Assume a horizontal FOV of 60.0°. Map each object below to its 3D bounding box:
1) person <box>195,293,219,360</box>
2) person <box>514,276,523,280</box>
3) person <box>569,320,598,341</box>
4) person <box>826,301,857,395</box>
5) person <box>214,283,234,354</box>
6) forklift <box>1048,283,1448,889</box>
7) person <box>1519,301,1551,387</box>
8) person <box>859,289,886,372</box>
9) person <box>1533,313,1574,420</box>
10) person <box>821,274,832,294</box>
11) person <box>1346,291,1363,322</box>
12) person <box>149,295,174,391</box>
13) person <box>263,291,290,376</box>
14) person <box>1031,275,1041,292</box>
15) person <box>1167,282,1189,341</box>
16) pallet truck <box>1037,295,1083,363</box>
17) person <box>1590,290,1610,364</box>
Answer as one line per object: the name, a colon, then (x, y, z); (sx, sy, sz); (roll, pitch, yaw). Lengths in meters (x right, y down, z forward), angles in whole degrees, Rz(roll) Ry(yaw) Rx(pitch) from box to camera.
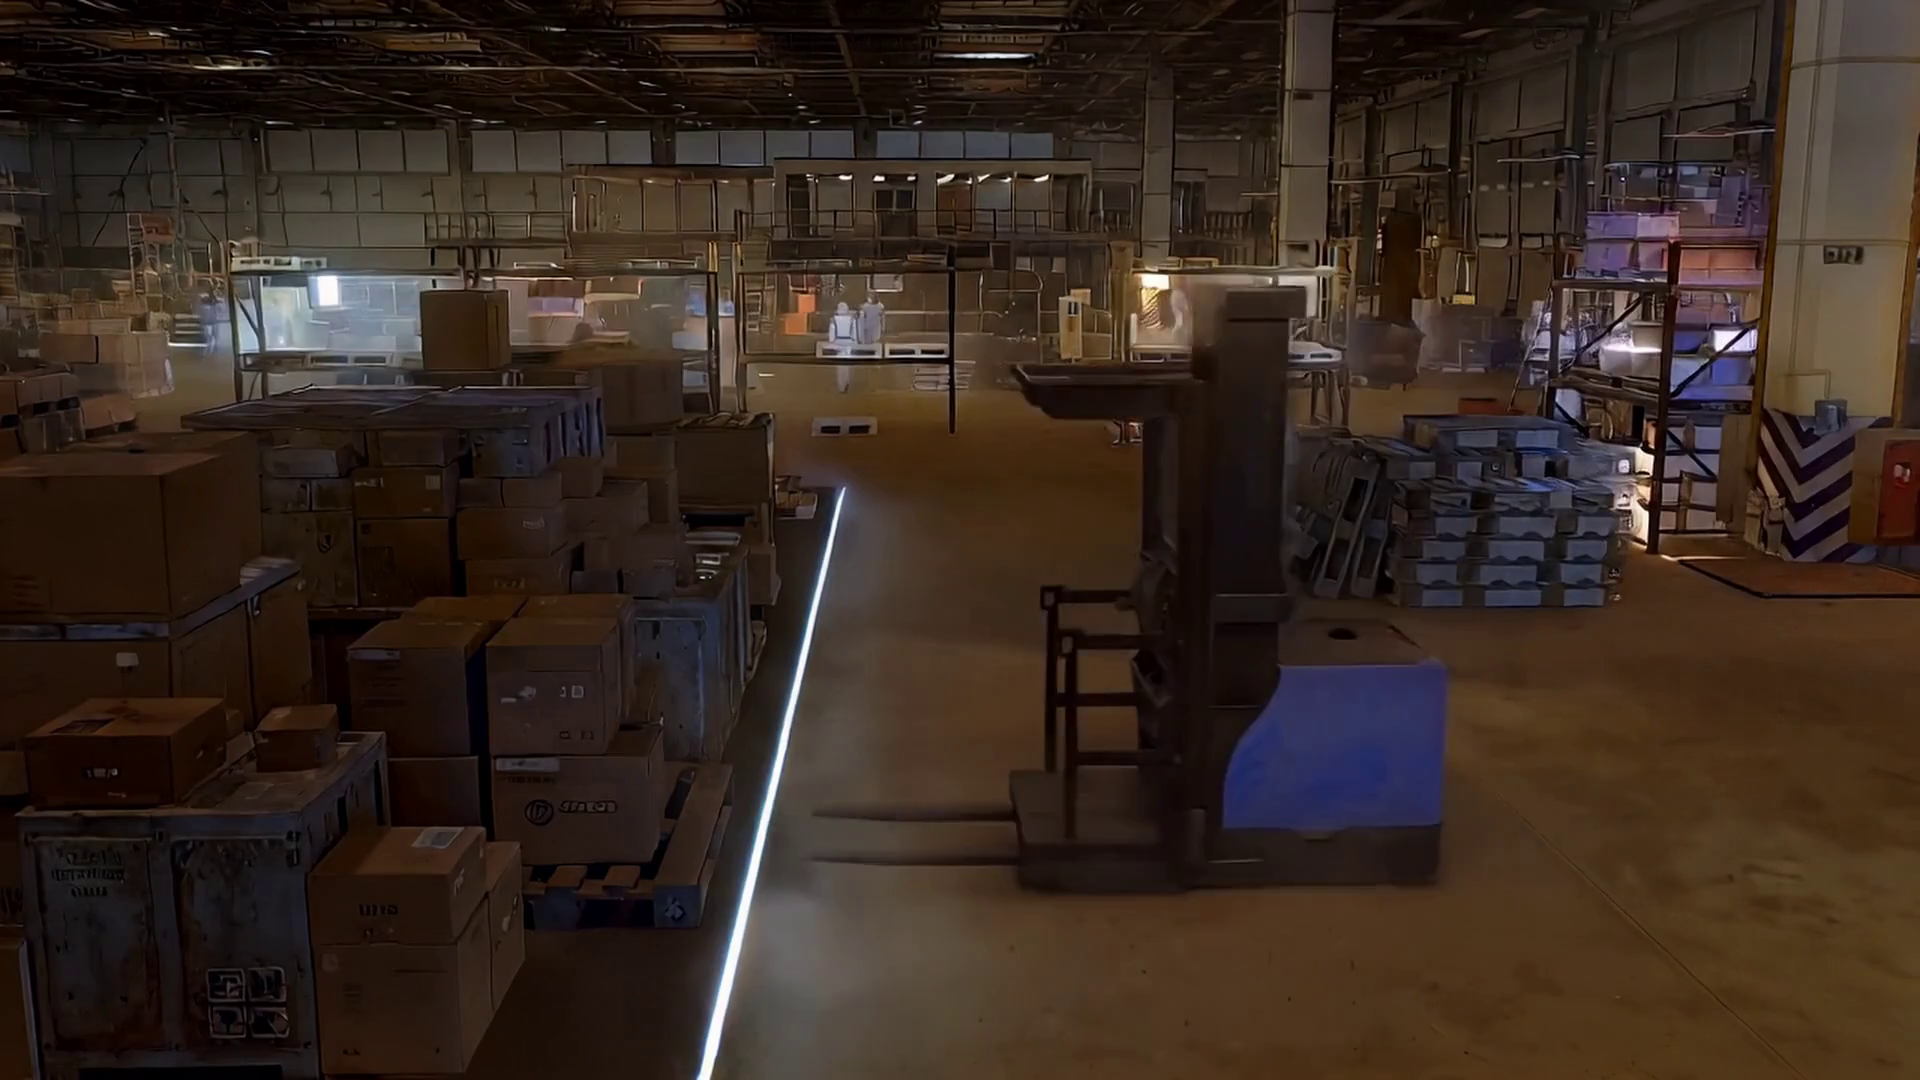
person: (-19.293, -5.445, 42.550); (0.535, 1.724, 0.903); (1, 10, 6)
person: (-18.025, -10.050, 67.962); (0.527, 1.813, 0.908); (-1, 10, -4)
person: (-5.077, -1.930, 22.070); (0.804, 2.000, 0.683); (1, 10, 7)
person: (-2.371, -3.815, 33.056); (0.595, 1.863, 0.544); (-4, 11, -23)
person: (-19.845, -5.955, 44.884); (0.602, 1.926, 0.399); (2, 10, 10)
forklift: (1.333, 0.165, 8.059); (1.873, 2.768, 1.129); (0, 10, -2)
person: (12.108, -4.118, 34.974); (0.620, 1.797, 0.979); (7, 12, 33)
person: (-2.042, -4.845, 38.622); (0.654, 1.925, 0.516); (1, 10, 5)
person: (10.005, -2.913, 28.025); (0.611, 1.878, 1.004); (8, 13, 39)
person: (-4.633, -8.227, 57.481); (0.593, 1.916, 0.567); (-3, 11, -17)
person: (9.676, -5.144, 40.593); (0.494, 1.816, 0.949); (-4, 11, -19)
person: (-16.214, -3.979, 33.693); (0.613, 1.965, 0.361); (6, 12, 31)
person: (-15.628, -4.690, 37.803); (0.757, 1.918, 0.549); (4, 11, 20)
person: (2.630, -8.313, 58.062); (0.572, 1.887, 0.356); (-6, 12, -29)
person: (6.659, -6.957, 50.742); (0.906, 1.809, 0.636); (-6, 12, -32)
pallet truck: (2.483, -3.881, 33.060); (1.885, 1.965, 0.823); (-7, 13, -36)
person: (16.023, -5.382, 41.429); (0.376, 1.995, 0.611); (-2, 10, -9)
